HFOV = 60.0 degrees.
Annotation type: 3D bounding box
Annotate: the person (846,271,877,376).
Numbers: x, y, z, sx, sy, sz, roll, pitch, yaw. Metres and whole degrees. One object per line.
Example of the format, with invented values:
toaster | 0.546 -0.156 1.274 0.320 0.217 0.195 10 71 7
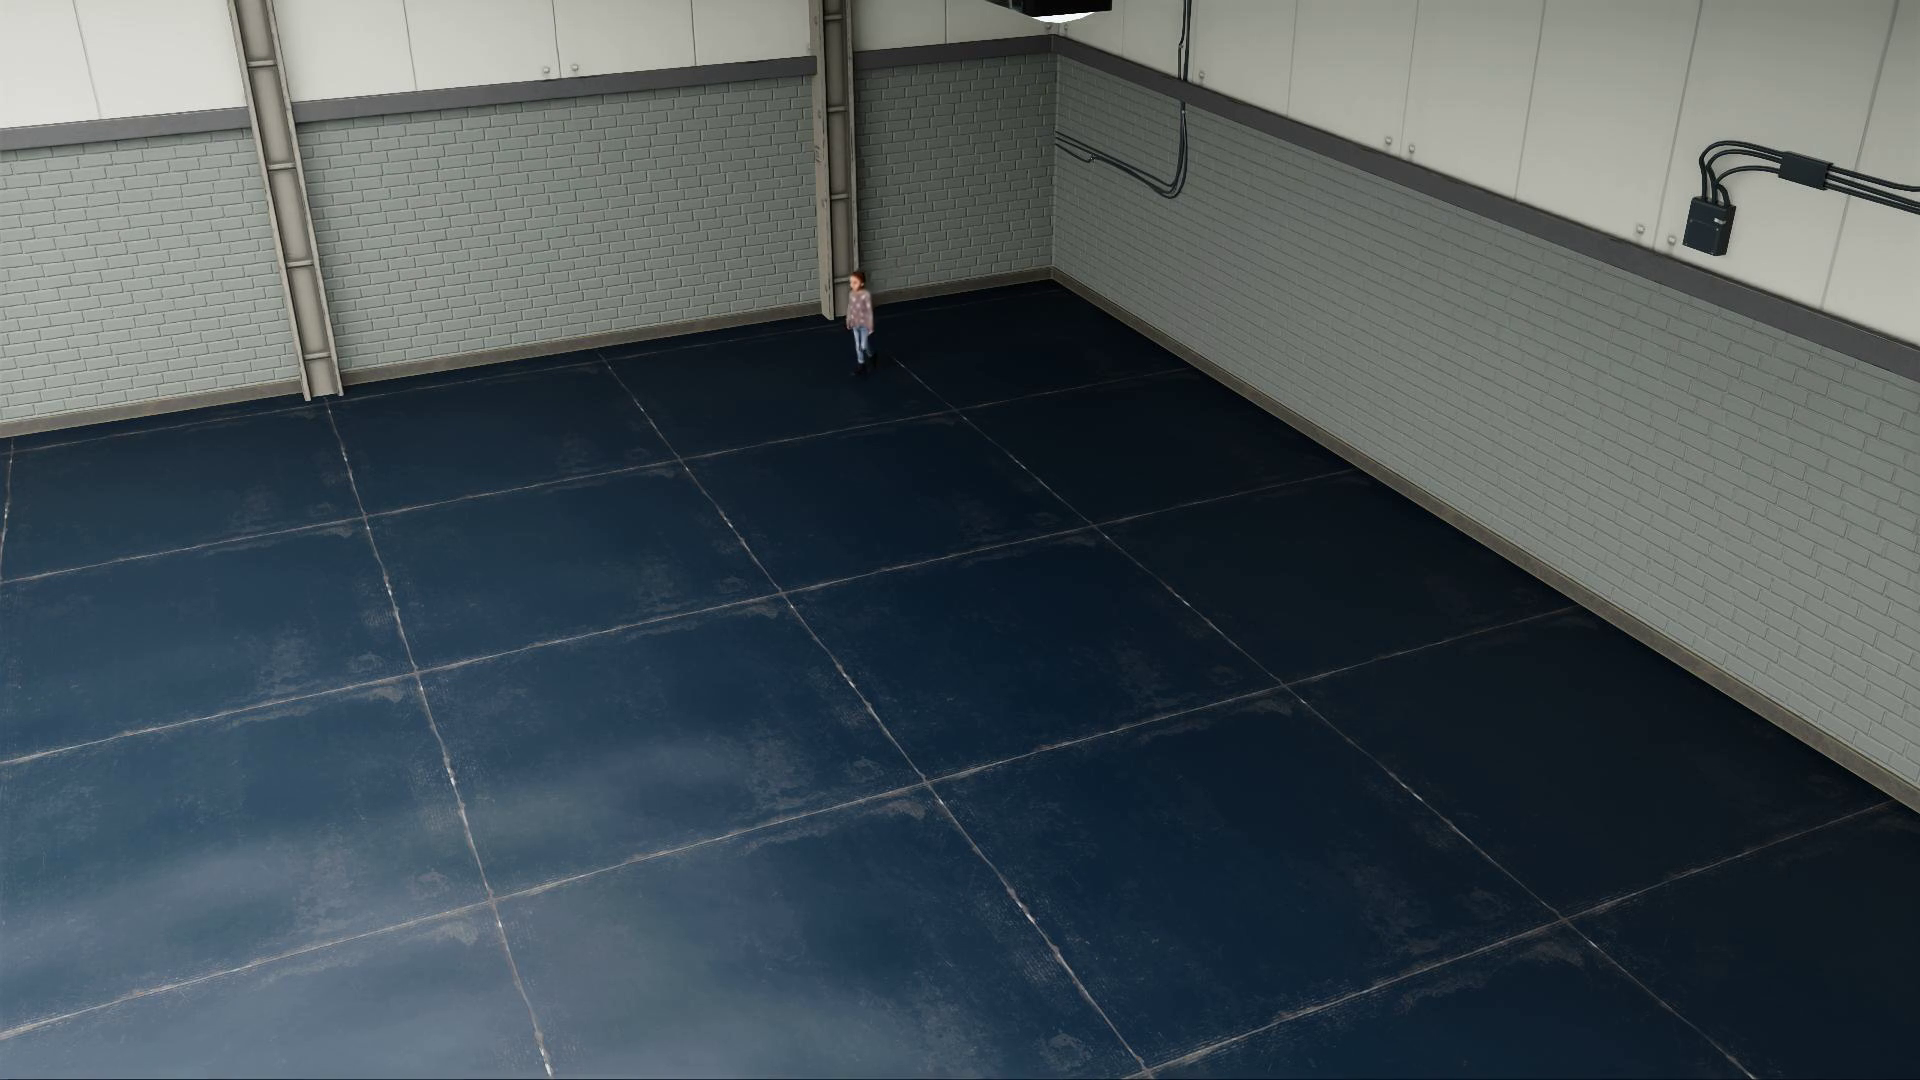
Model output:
person | -1.048 -2.392 18.246 0.607 1.189 0.663 17 32 30
